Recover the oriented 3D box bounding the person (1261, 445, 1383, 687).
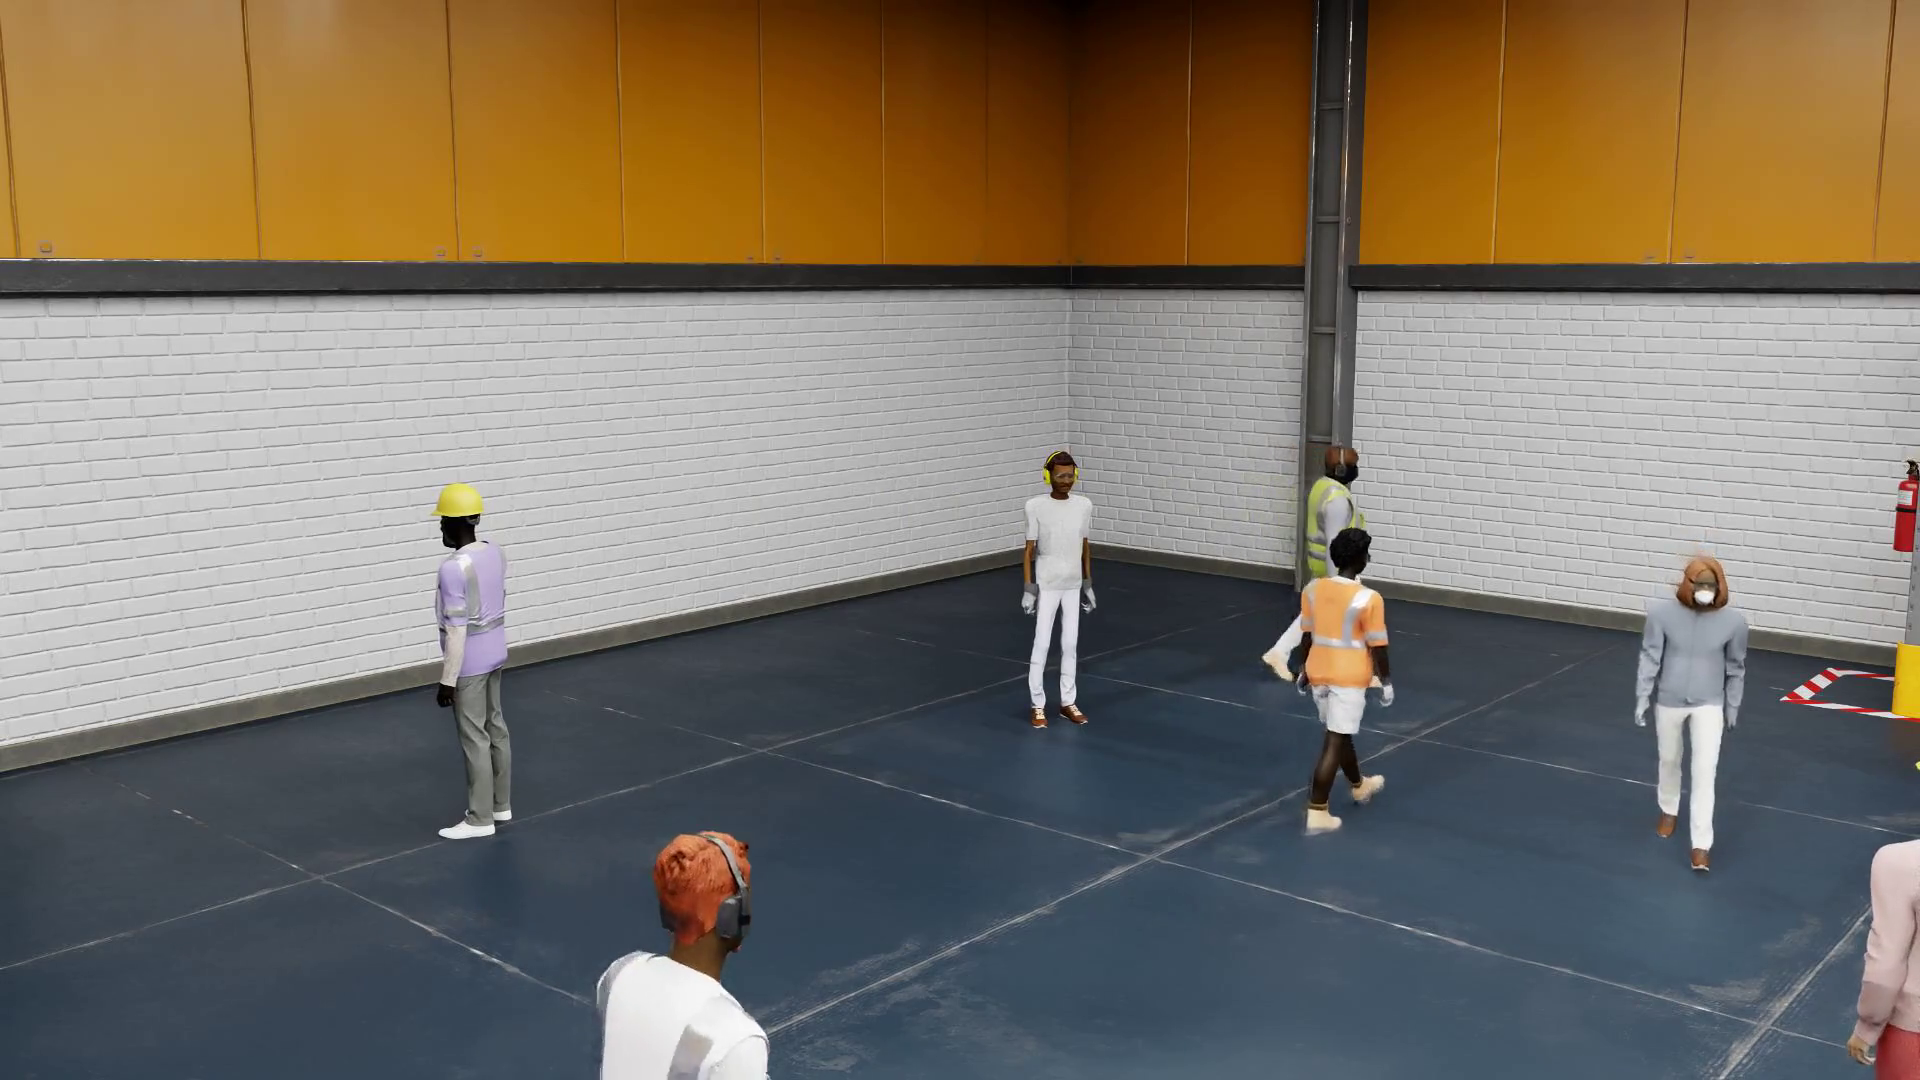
[{"bbox_3d":[2.695,0.193,12.231,0.875,1.811,0.630,0,9,-1],"label":"person"}]

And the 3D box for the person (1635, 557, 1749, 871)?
[{"bbox_3d":[3.814,0.867,8.700,0.512,1.587,0.872,4,10,24],"label":"person"}]

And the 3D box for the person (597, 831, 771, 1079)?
[{"bbox_3d":[-0.681,1.560,3.573,0.620,1.845,0.850,9,13,44],"label":"person"}]

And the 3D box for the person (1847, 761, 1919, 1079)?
[{"bbox_3d":[2.845,1.393,4.834,0.533,1.767,0.325,-1,9,-4],"label":"person"}]

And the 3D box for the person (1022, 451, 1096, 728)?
[{"bbox_3d":[0.672,0.329,11.198,0.536,1.866,0.314,-3,10,-20],"label":"person"}]

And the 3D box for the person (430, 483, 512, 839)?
[{"bbox_3d":[-2.645,0.652,8.975,0.369,1.928,0.585,2,9,10],"label":"person"}]

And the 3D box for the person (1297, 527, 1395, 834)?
[{"bbox_3d":[2.180,0.753,9.175,0.842,1.657,0.550,-6,11,-33],"label":"person"}]
